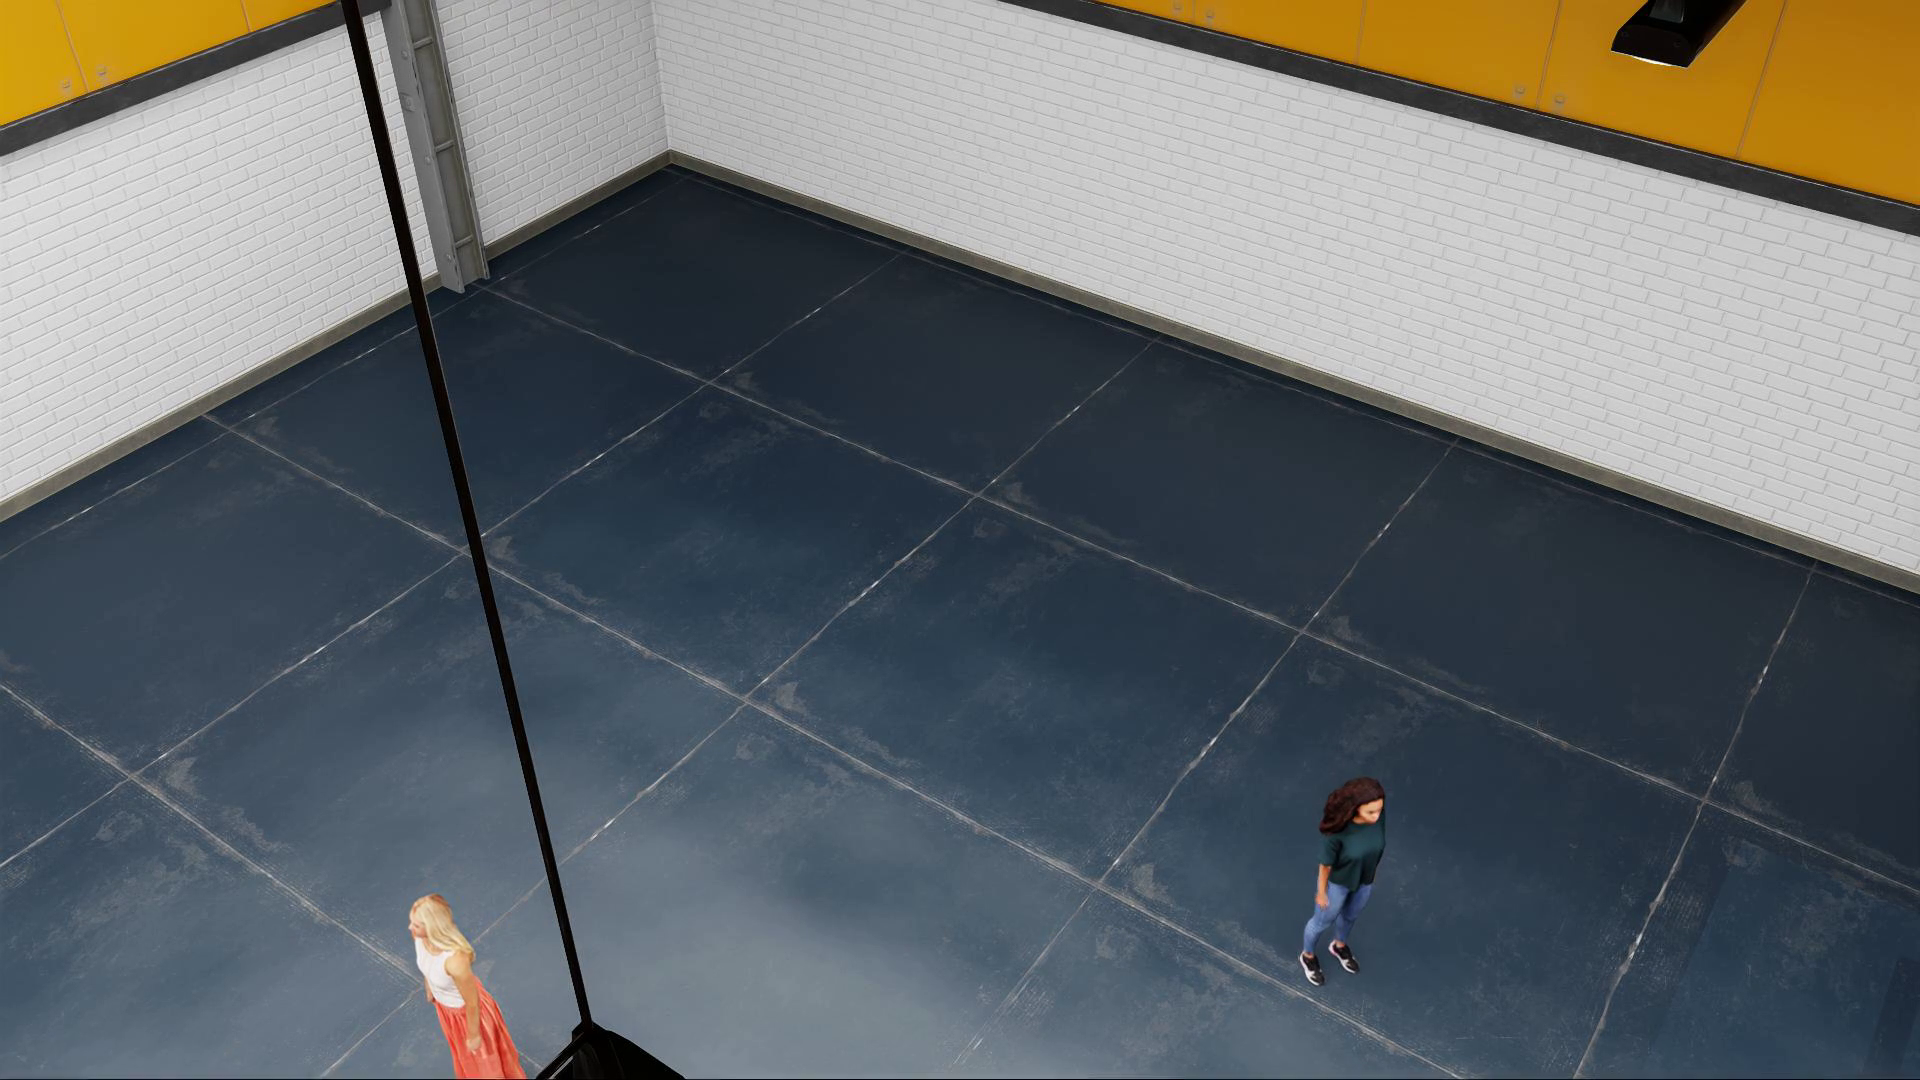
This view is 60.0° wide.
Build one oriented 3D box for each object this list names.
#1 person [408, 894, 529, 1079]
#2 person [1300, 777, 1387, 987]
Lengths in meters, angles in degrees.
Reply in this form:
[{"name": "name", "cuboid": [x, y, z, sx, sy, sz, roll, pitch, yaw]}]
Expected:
[{"name": "person", "cuboid": [-2.665, 2.510, 8.924, 0.641, 1.802, 0.676, -31, 48, -32]}, {"name": "person", "cuboid": [2.256, 1.967, 9.752, 0.684, 1.616, 0.766, -15, 41, -18]}]
